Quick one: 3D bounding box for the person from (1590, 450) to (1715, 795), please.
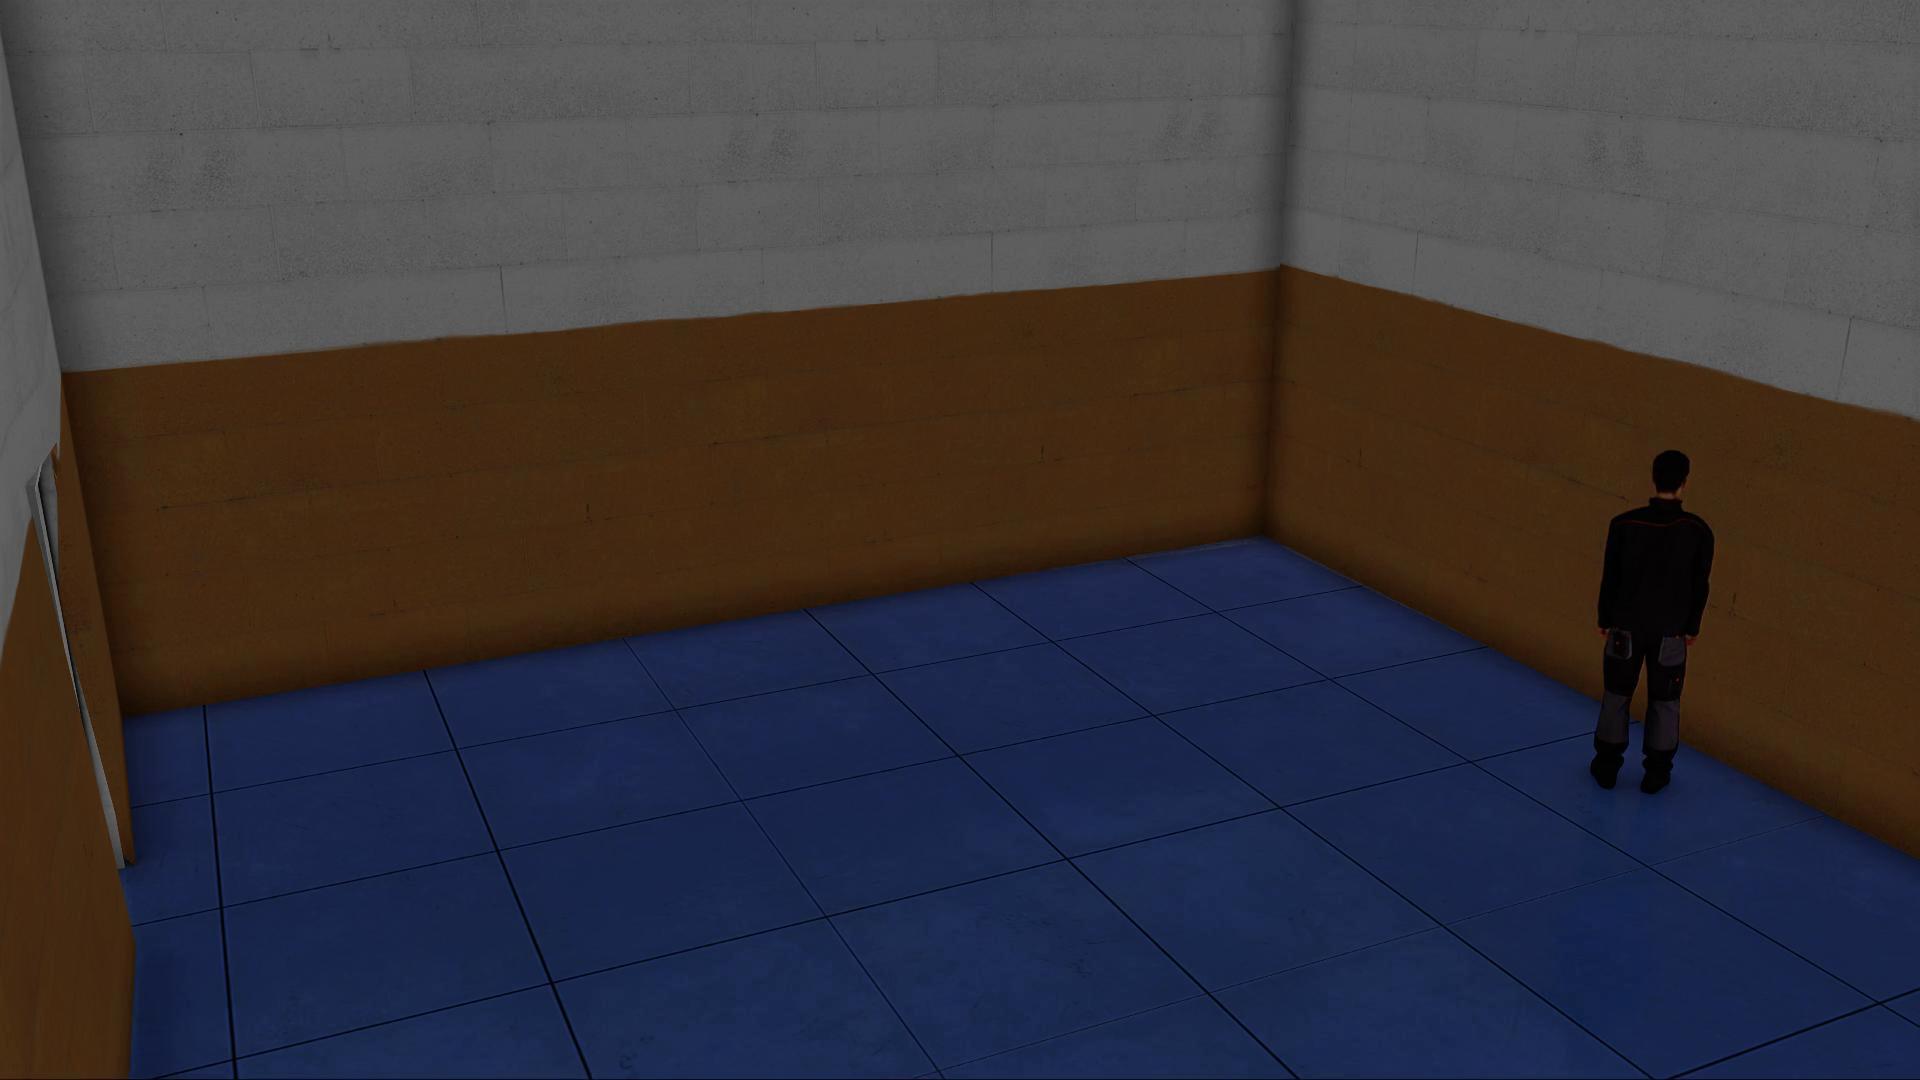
[{"bbox_3d":[3.789,0.446,9.155,0.785,1.944,0.845,7,20,19],"label":"person"}]
